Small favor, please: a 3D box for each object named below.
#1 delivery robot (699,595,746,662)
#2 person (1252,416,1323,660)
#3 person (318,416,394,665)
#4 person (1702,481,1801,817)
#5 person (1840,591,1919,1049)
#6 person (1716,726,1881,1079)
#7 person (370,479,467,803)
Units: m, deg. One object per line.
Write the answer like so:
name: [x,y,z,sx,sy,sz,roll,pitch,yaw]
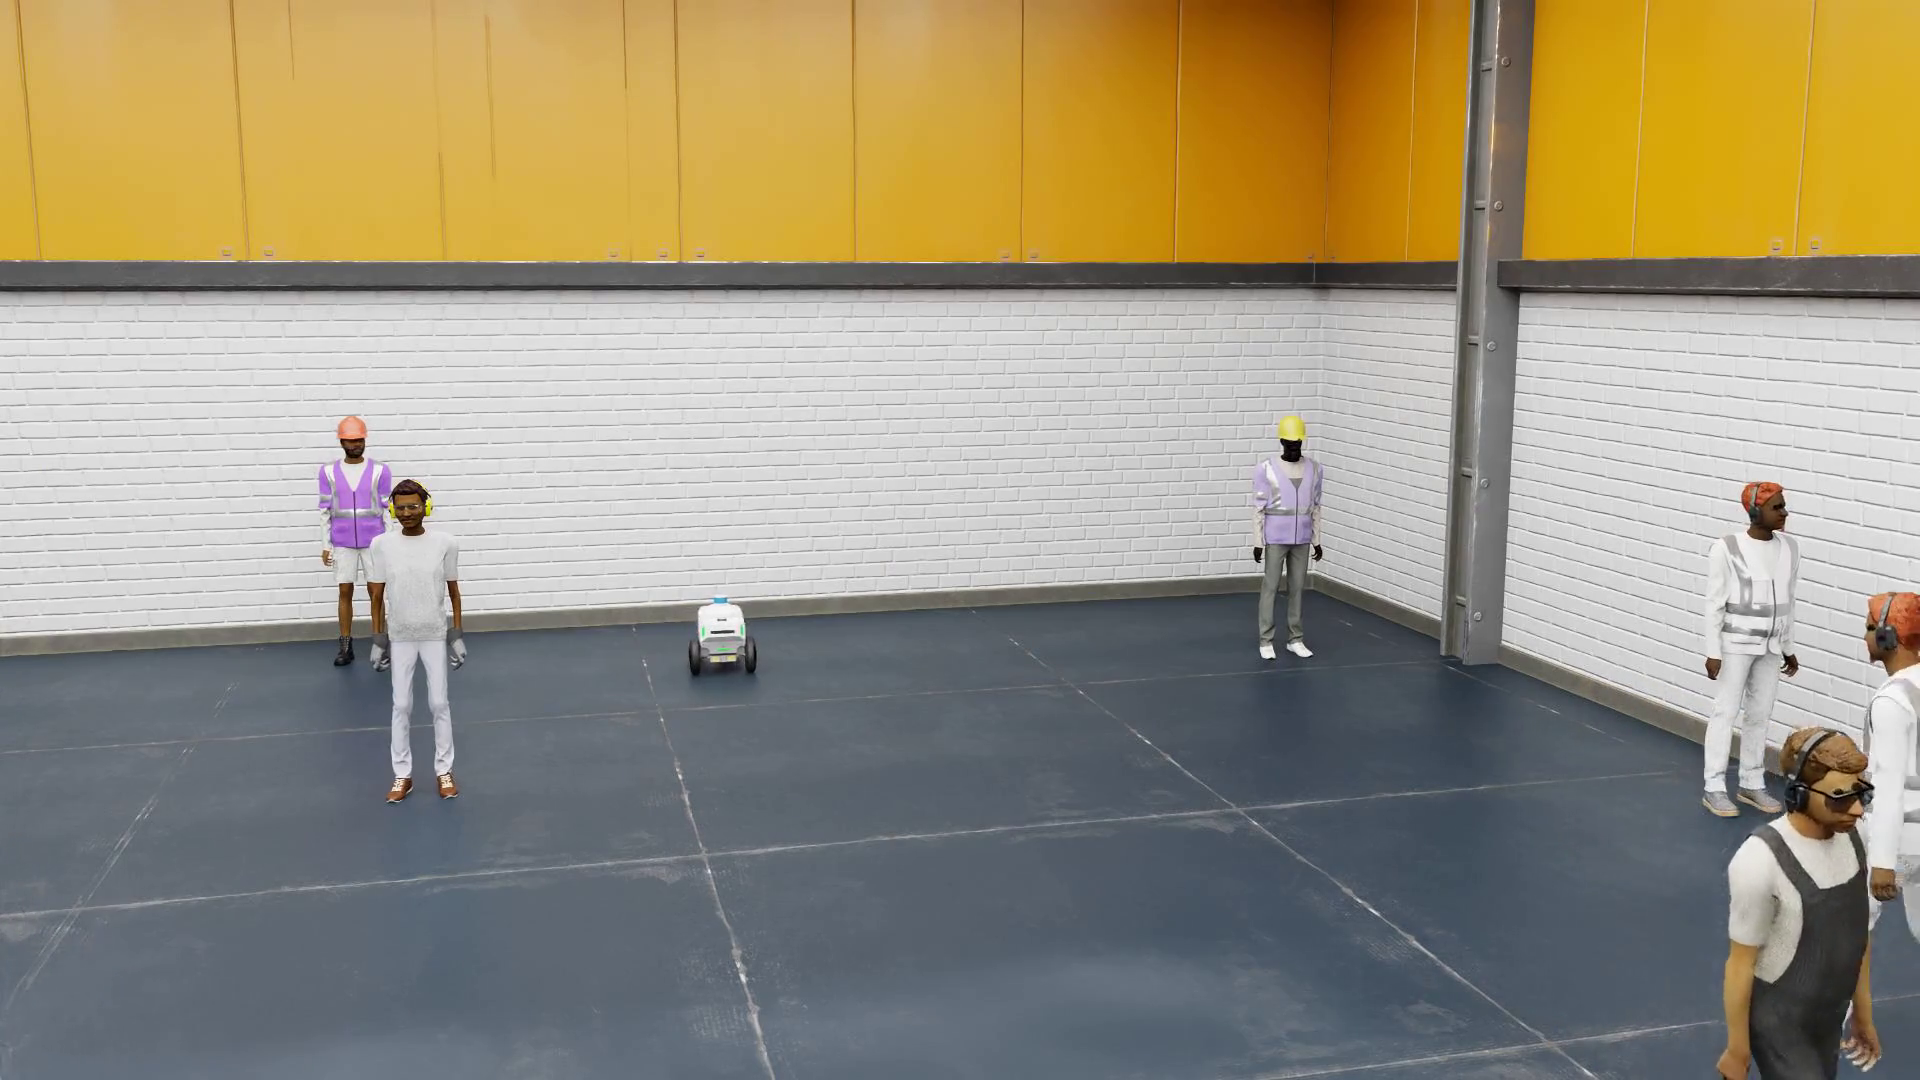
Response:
delivery robot: [-1.837,0.665,12.804,0.477,0.478,0.707,-2,9,-10]
person: [2.587,-0.020,13.098,0.594,1.926,0.367,-2,9,-15]
person: [-4.670,0.010,12.888,0.553,1.937,0.374,-2,9,-15]
person: [4.436,0.607,9.318,0.584,1.883,0.345,-2,9,-15]
person: [3.654,1.119,6.276,0.625,1.849,0.900,-8,12,-40]
person: [2.319,1.370,4.790,0.547,1.812,0.783,-6,11,-34]
person: [-3.119,0.574,9.572,0.531,1.870,0.316,-2,9,-15]
